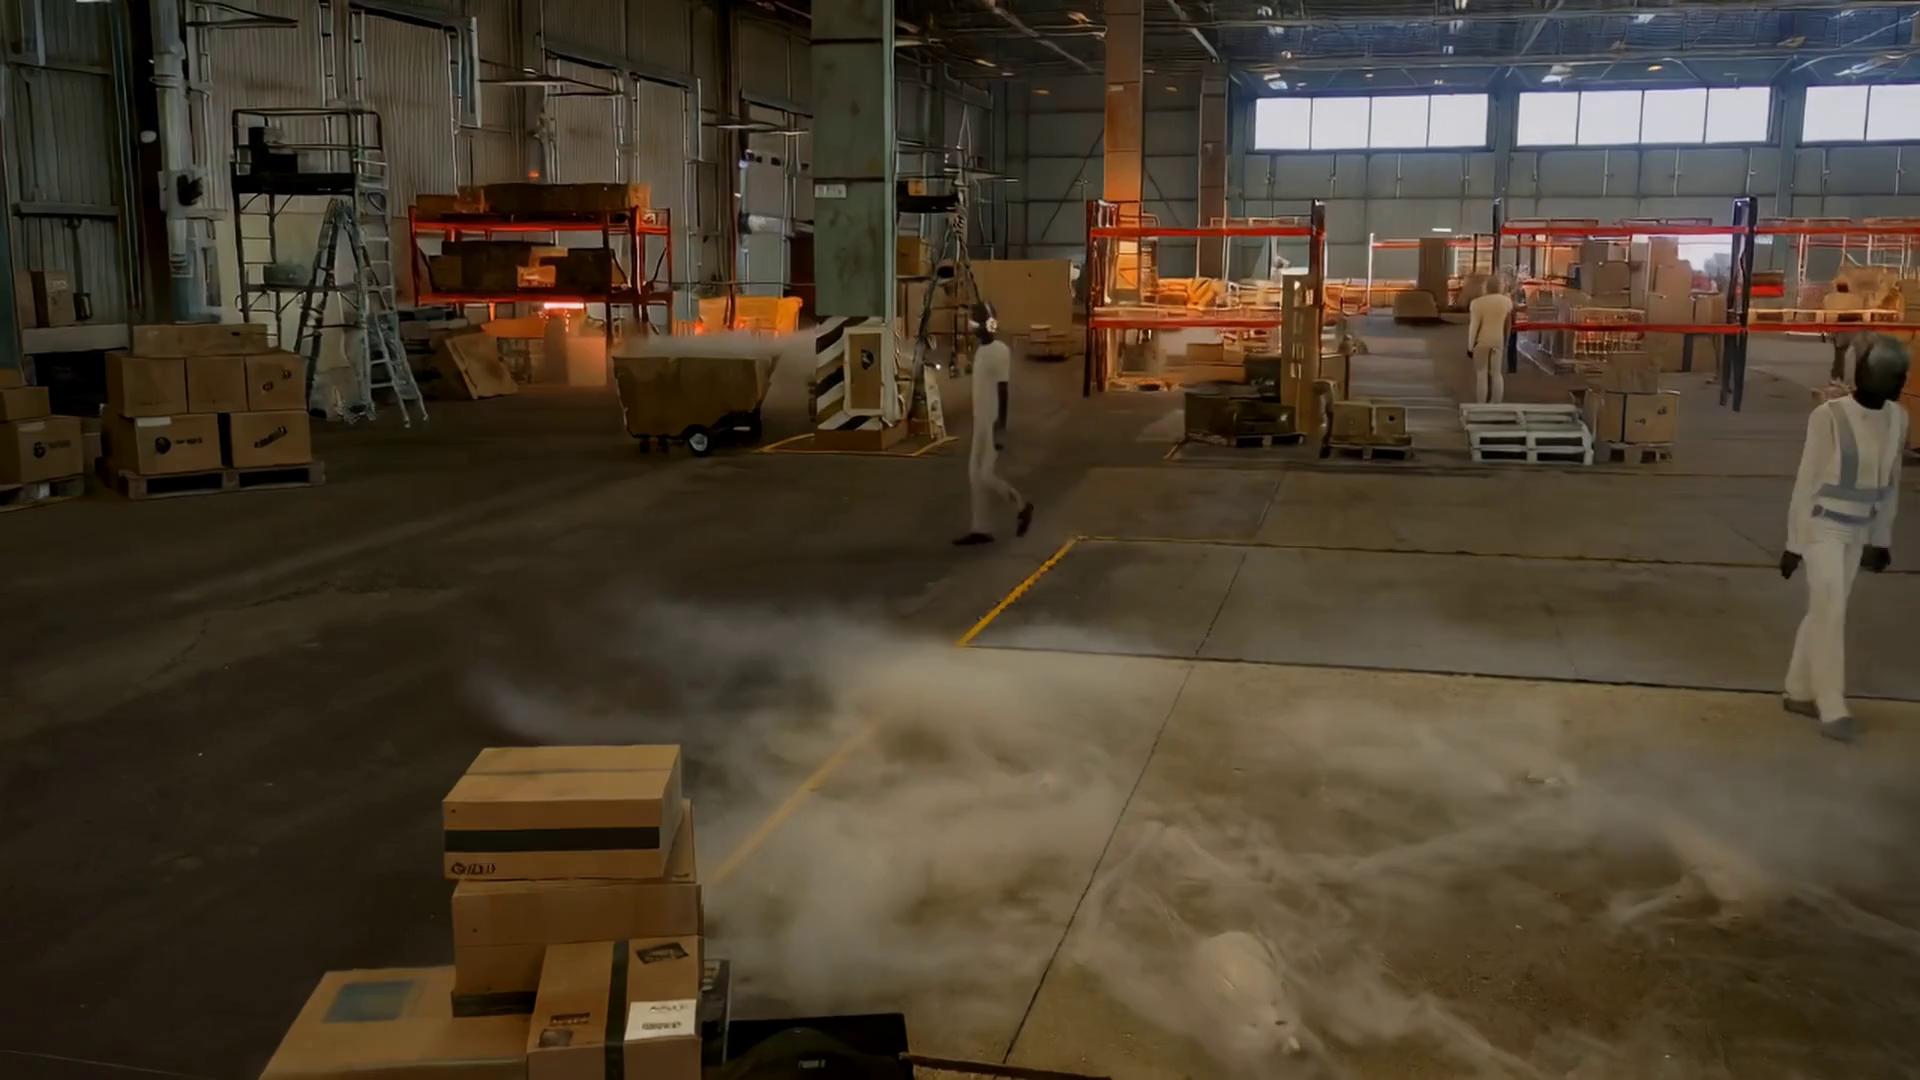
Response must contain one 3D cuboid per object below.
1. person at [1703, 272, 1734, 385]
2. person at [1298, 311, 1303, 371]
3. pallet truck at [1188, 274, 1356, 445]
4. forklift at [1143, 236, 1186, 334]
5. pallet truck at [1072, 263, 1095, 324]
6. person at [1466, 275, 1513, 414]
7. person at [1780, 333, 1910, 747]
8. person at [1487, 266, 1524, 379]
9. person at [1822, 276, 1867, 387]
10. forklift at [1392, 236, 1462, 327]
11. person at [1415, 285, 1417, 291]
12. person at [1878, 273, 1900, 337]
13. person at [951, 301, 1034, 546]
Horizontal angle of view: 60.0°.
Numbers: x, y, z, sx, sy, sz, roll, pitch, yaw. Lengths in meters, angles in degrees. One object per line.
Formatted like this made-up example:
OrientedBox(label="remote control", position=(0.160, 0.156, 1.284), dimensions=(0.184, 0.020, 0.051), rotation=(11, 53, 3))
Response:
OrientedBox(label="person", position=(13.056, -3.627, 28.576), dimensions=(0.368, 1.932, 0.623), rotation=(0, 10, 1))
OrientedBox(label="person", position=(6.670, -4.094, 31.880), dimensions=(0.321, 1.736, 0.485), rotation=(7, 12, 35))
OrientedBox(label="pallet truck", position=(3.653, -2.138, 19.590), dimensions=(1.885, 1.965, 0.823), rotation=(-4, 10, -20))
OrientedBox(label="forklift", position=(5.410, -7.233, 46.992), dimensions=(1.873, 2.768, 1.129), rotation=(2, 10, 14))
OrientedBox(label="pallet truck", position=(4.325, -8.180, 55.162), dimensions=(0.823, 1.965, 1.885), rotation=(6, 11, 31))
OrientedBox(label="person", position=(7.270, -2.666, 22.886), dimensions=(0.627, 1.934, 0.372), rotation=(-2, 10, -12))
OrientedBox(label="person", position=(4.013, -0.006, 7.544), dimensions=(0.585, 1.851, 0.674), rotation=(-5, 11, -27))
OrientedBox(label="person", position=(9.720, -3.907, 29.875), dimensions=(0.536, 2.000, 0.683), rotation=(-8, 13, -39))
OrientedBox(label="person", position=(14.986, -3.545, 28.269), dimensions=(0.963, 1.856, 0.610), rotation=(-8, 12, -38))
OrientedBox(label="forklift", position=(14.687, -8.123, 52.230), dimensions=(1.873, 2.768, 1.129), rotation=(-2, 10, -14))
OrientedBox(label="person", position=(15.019, -7.840, 54.075), dimensions=(0.530, 1.689, 0.321), rotation=(-3, 10, -16))
OrientedBox(label="person", position=(15.124, -3.385, 27.149), dimensions=(0.367, 1.932, 0.623), rotation=(6, 11, 30))
OrientedBox(label="person", position=(0.248, -0.865, 12.520), dimensions=(0.559, 1.854, 0.552), rotation=(-5, 11, -27))
